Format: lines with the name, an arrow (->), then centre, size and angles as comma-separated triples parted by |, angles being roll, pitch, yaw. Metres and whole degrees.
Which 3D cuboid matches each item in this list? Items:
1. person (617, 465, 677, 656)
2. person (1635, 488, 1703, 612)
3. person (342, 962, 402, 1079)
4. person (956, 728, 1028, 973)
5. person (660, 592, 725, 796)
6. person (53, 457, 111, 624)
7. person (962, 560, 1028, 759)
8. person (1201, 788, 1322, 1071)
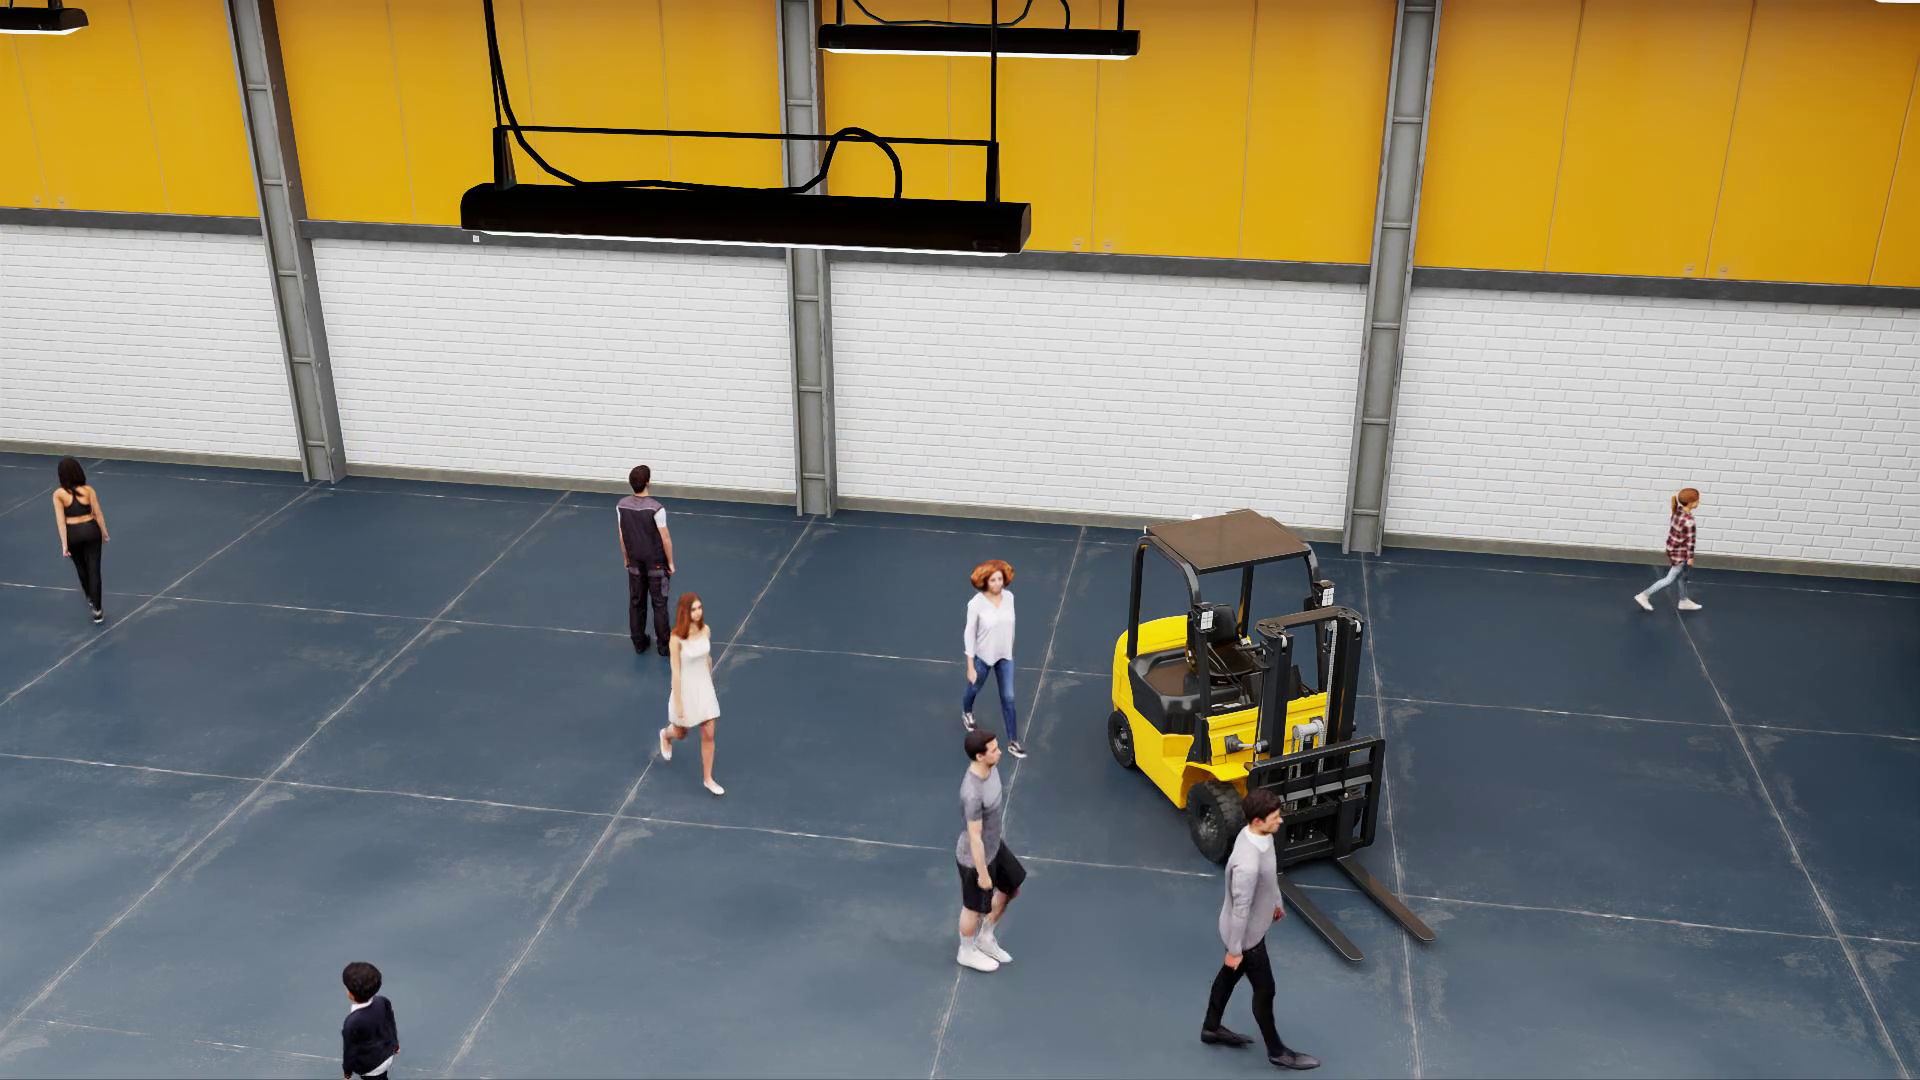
person -> -2.880, 0.184, 15.301 | 0.534, 1.849, 0.738 | 7, 24, 15
person -> 6.936, 0.115, 16.161 | 0.909, 1.286, 0.574 | 2, 24, 5
person -> -3.363, 2.997, 9.666 | 0.798, 1.208, 0.594 | 9, 25, 19
person -> 0.053, 2.046, 11.030 | 0.703, 1.859, 0.730 | 8, 25, 18
person -> -2.178, 1.181, 13.213 | 0.968, 1.693, 1.052 | -18, 29, -35
person -> -8.408, 0.024, 15.956 | 0.937, 1.618, 0.952 | -12, 26, -25
person -> 0.212, 0.922, 13.840 | 1.176, 1.666, 1.129 | -10, 26, -22
person -> 1.677, 2.364, 10.252 | 1.026, 1.898, 0.832 | 7, 24, 15
